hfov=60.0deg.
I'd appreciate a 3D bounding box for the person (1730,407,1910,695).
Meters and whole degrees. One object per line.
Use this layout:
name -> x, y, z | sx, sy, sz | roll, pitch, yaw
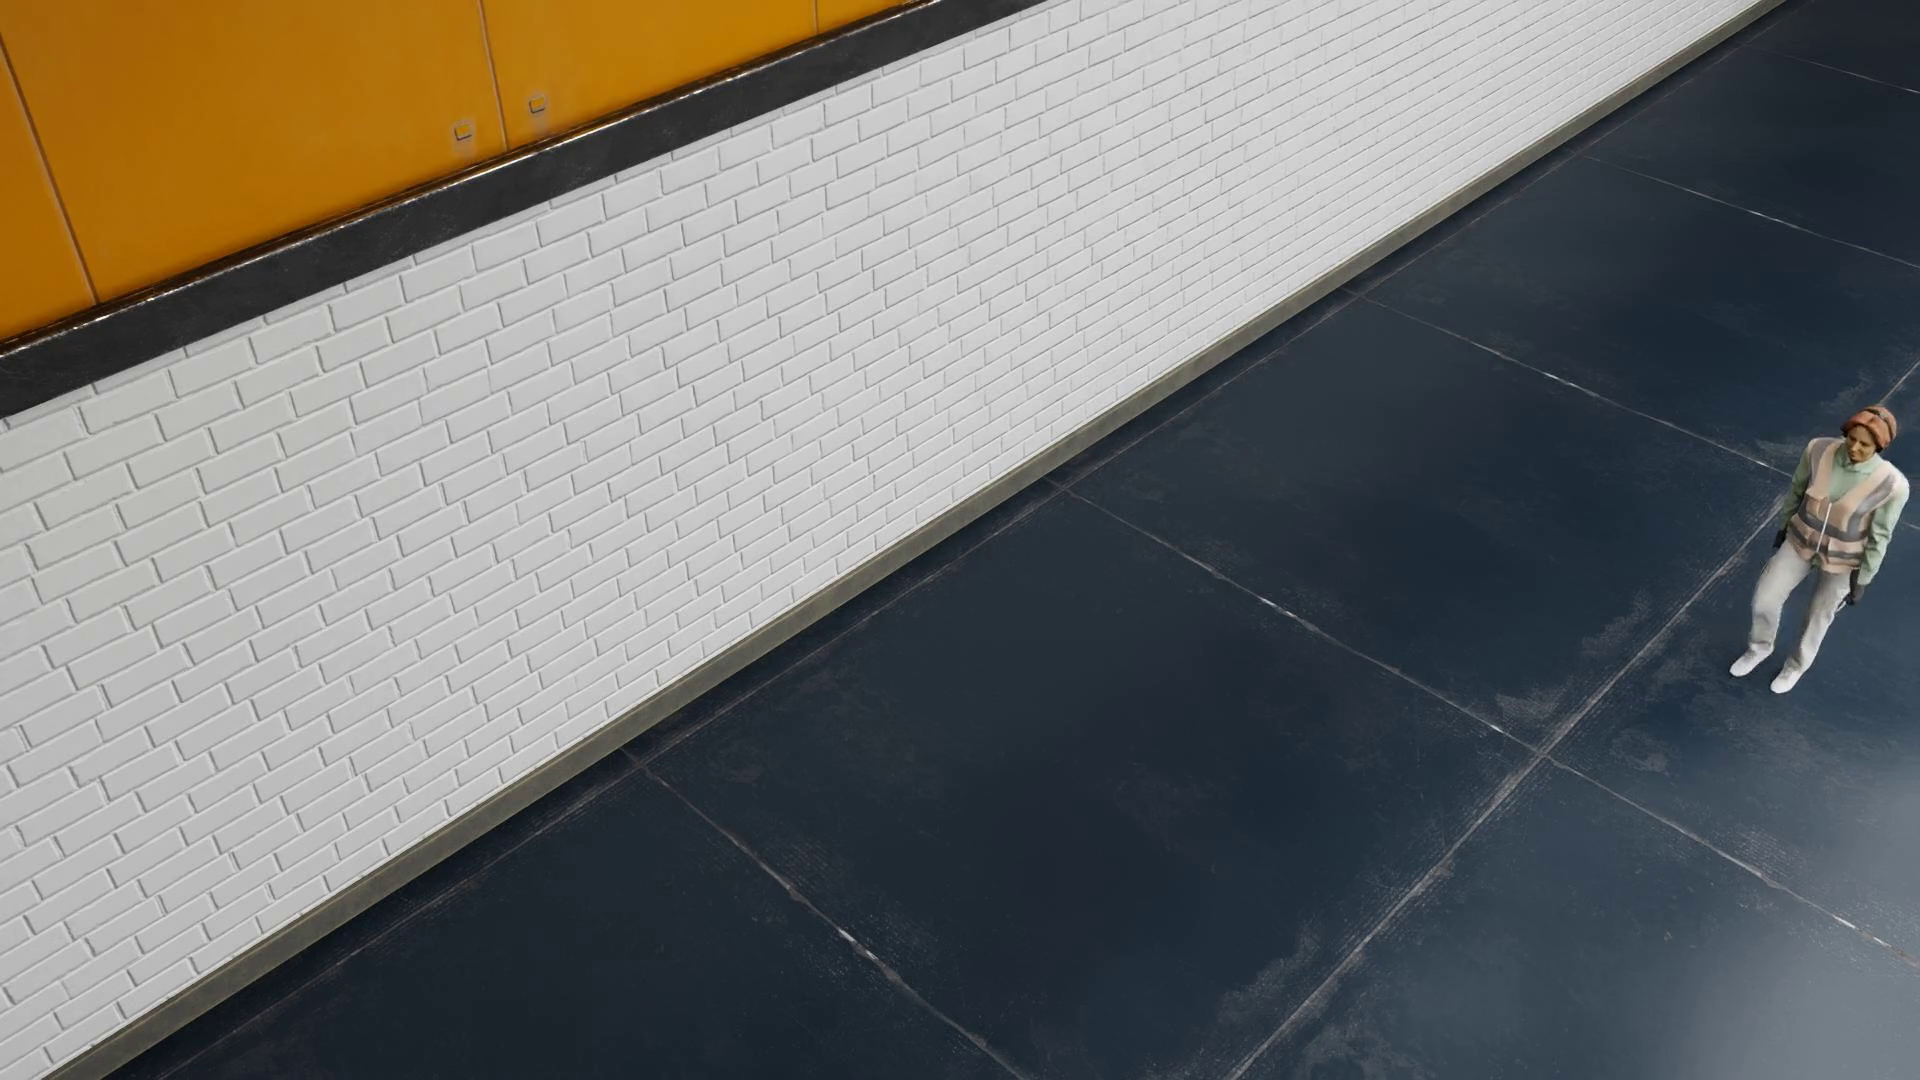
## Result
person -> 4.000, 0.081, 7.733 | 0.448, 1.622, 0.527 | -28, 47, -31
